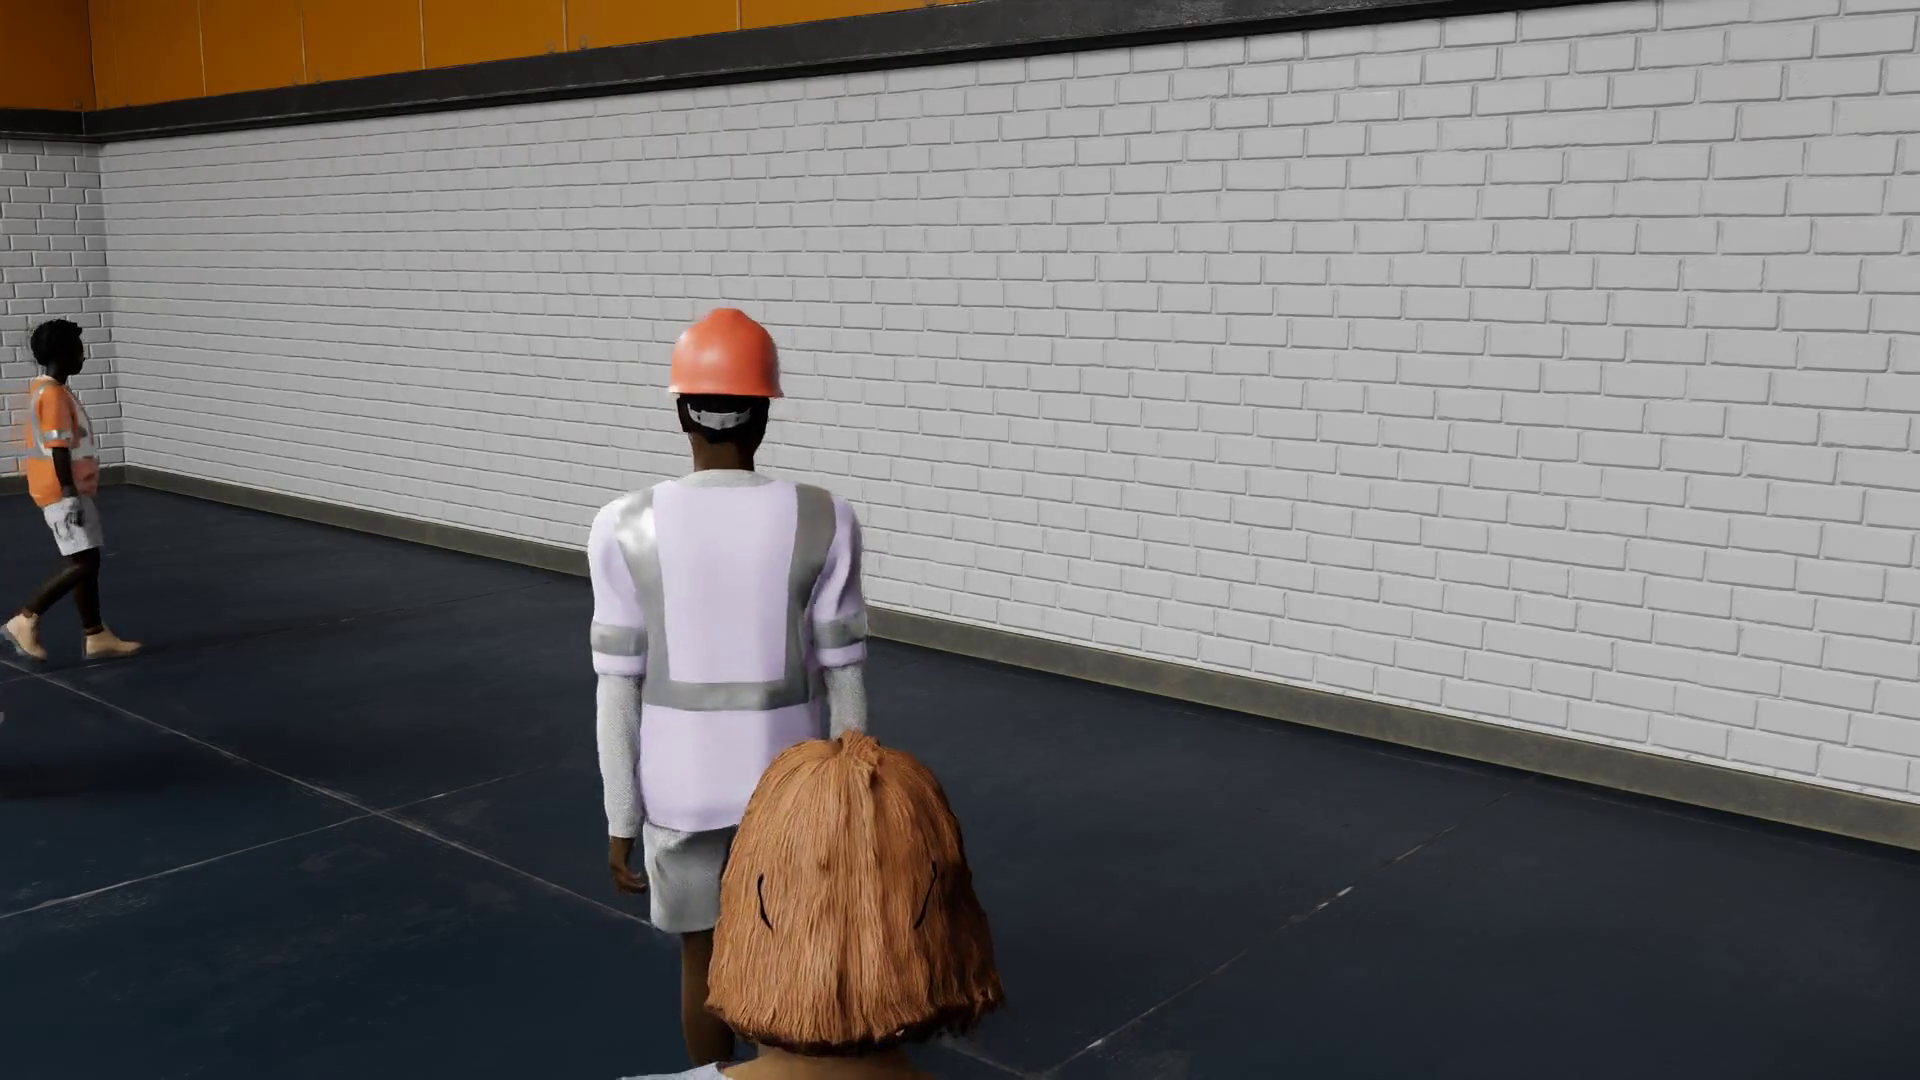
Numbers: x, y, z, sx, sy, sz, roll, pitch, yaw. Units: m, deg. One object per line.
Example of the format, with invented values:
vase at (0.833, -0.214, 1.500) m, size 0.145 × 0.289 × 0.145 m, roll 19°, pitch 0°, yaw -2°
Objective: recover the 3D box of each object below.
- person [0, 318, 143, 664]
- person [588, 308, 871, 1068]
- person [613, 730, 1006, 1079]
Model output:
person at (-4.322, -0.219, 8.008) m, size 0.539 × 1.687 × 0.569 m, roll -5°, pitch 11°, yaw -26°
person at (-0.448, 0.503, 3.310) m, size 0.551 × 1.913 × 0.811 m, roll -1°, pitch 10°, yaw -8°
person at (-0.078, 0.962, 1.491) m, size 0.519 × 1.632 × 0.355 m, roll 2°, pitch 10°, yaw 11°
